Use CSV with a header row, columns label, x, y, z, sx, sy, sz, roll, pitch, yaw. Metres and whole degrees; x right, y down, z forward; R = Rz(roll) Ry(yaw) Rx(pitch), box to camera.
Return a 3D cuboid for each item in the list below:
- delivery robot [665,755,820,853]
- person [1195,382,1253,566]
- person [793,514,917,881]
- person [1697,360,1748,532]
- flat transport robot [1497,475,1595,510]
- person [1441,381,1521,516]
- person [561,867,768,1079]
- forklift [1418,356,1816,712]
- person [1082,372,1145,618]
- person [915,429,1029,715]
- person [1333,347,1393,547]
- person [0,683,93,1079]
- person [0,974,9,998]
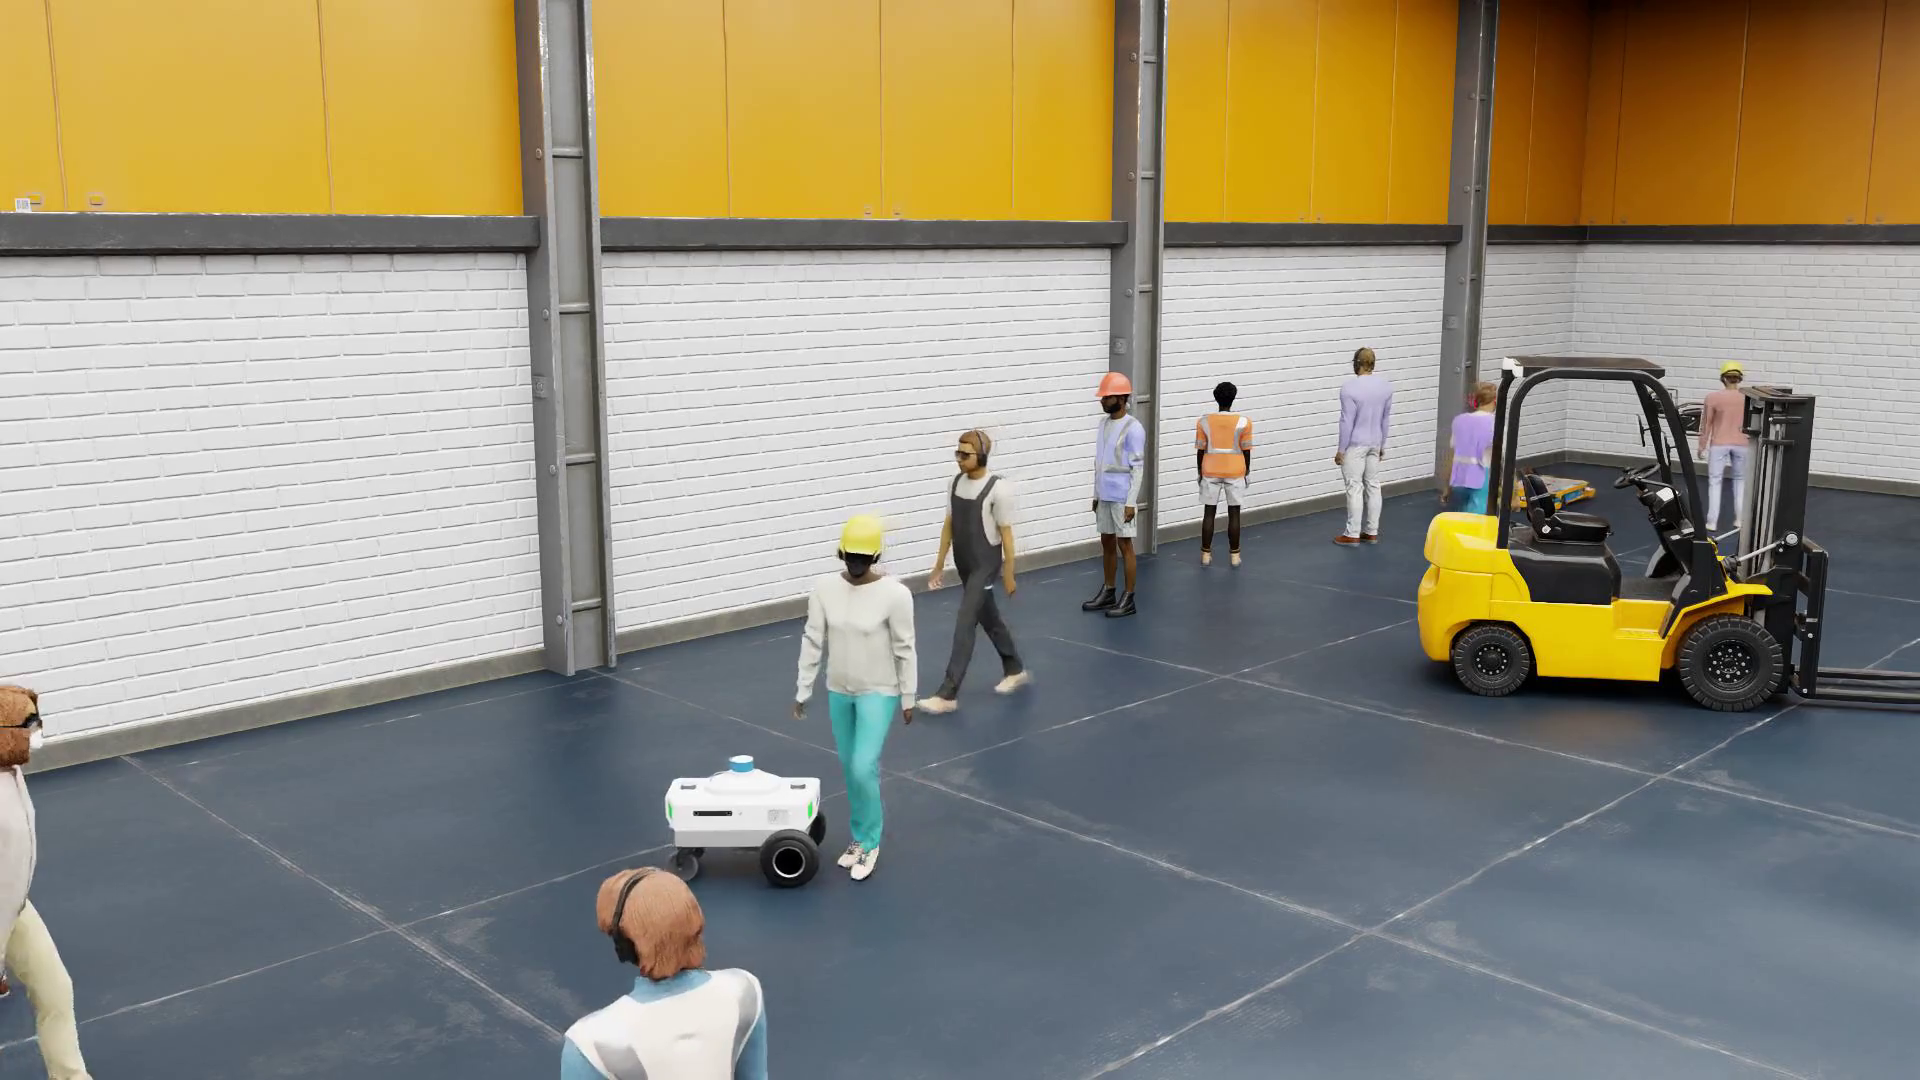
label,x,y,z,sx,sy,sz,roll,pitch,yaw
delivery robot,-1.024,1.263,7.857,0.707,0.478,0.477,0,10,-1
person,2.401,-0.598,15.173,0.529,1.690,0.321,4,11,19
person,-0.495,0.730,7.778,0.546,1.738,0.562,6,12,28
person,7.820,-0.956,16.978,0.553,1.743,0.437,1,10,7
flat transport robot,6.590,-0.540,18.718,0.652,0.197,1.431,8,13,38
person,4.421,-0.420,13.904,0.937,1.785,0.626,-5,12,-26
person,-0.638,1.526,3.739,0.542,1.635,0.331,-9,14,-40
forklift,4.276,-0.101,11.076,2.313,2.155,1.214,2,11,13
person,1.220,-0.358,13.178,0.362,1.938,0.545,-6,12,-31
person,0.119,0.178,10.666,0.985,1.801,0.508,-8,13,-38
person,3.896,-0.903,16.147,0.635,1.938,0.359,-6,12,-31
person,-3.234,1.243,5.410,0.851,1.588,0.524,-3,11,-16
person,-3.922,1.056,6.343,0.308,1.624,0.495,-2,11,-9
